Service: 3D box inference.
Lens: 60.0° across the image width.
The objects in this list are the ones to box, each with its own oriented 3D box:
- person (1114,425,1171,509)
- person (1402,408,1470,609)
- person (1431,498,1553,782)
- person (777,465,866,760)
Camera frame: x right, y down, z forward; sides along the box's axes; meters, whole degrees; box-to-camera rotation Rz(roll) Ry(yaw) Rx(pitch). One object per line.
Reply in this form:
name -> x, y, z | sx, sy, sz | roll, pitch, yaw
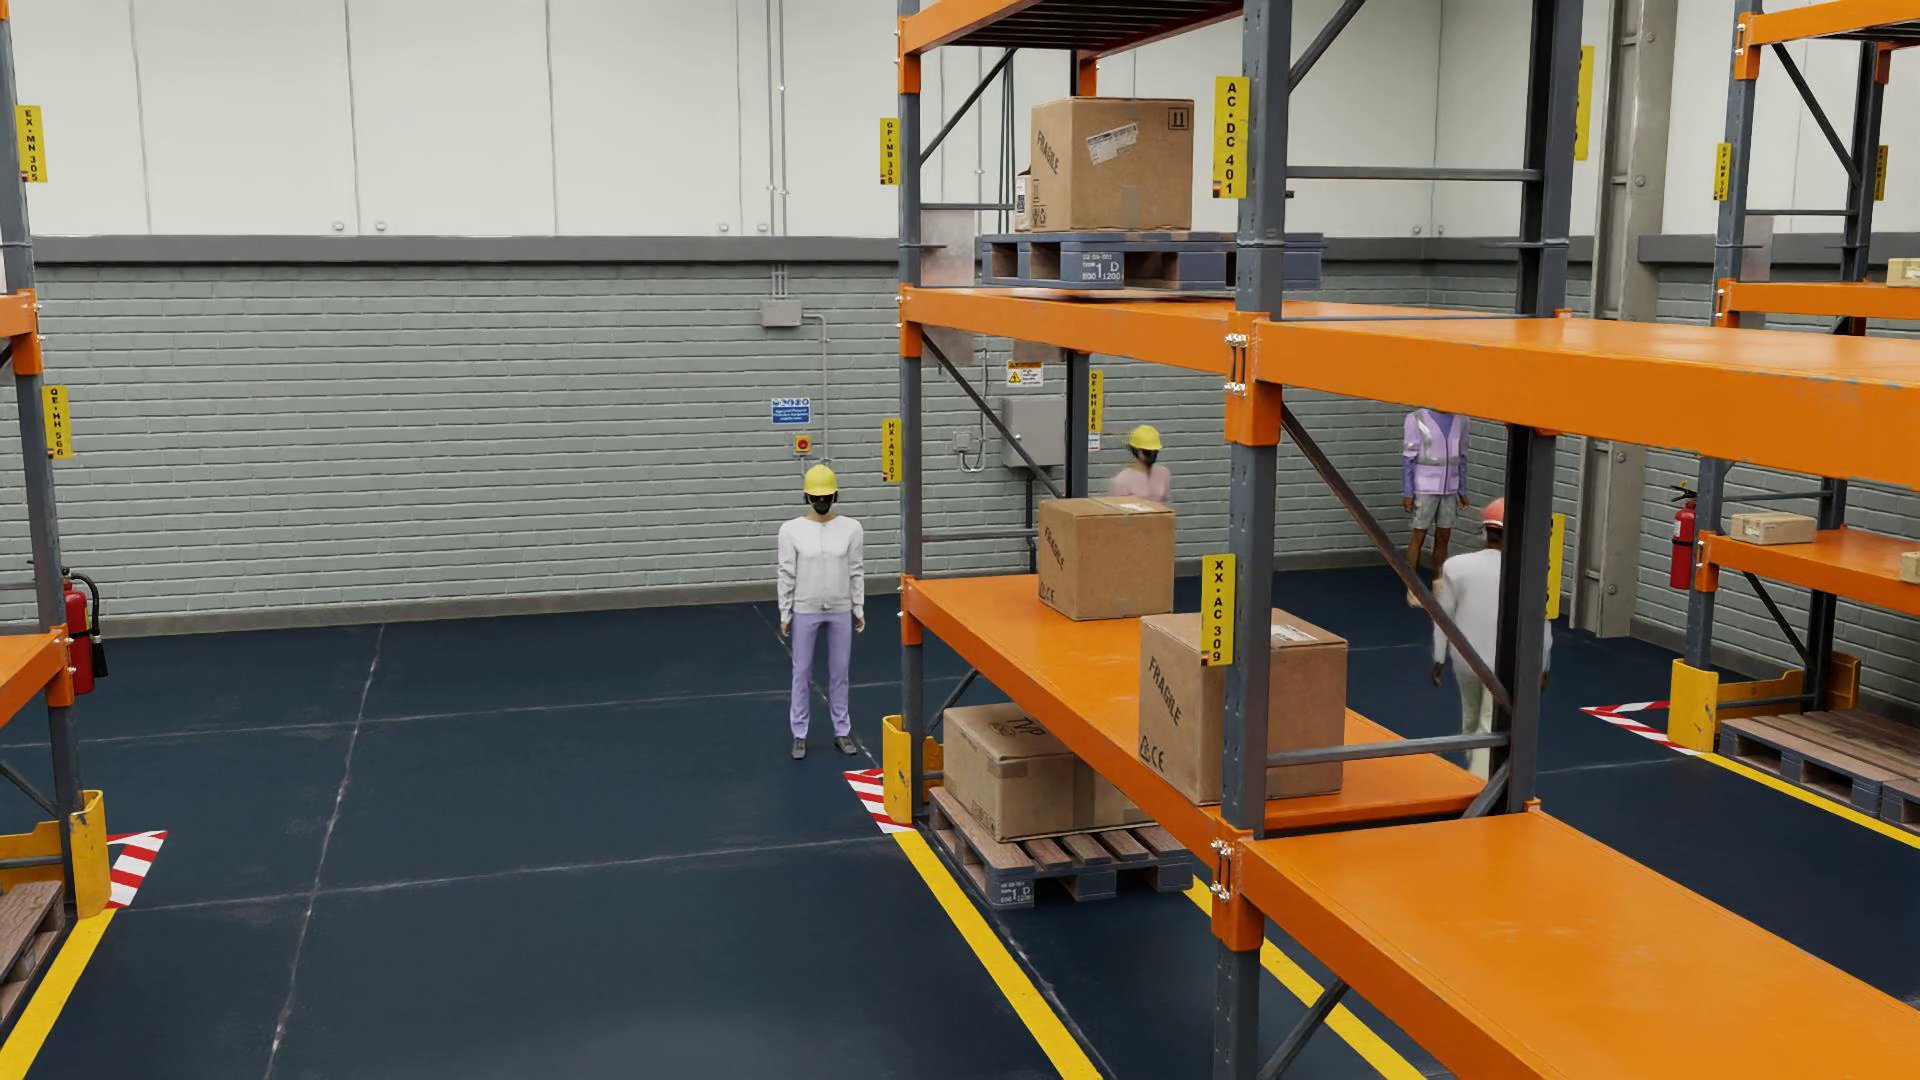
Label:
person -> 1.332, 0.005, 12.372 | 0.537, 1.749, 0.450 | -7, 12, -35
person -> 4.027, -0.434, 14.038 | 0.614, 2.042, 0.373 | -3, 10, -16
person -> 2.894, 0.619, 8.962 | 0.585, 1.706, 0.873 | 7, 12, 35
person -> -0.819, 0.428, 9.915 | 0.533, 1.768, 0.310 | -3, 10, -16
